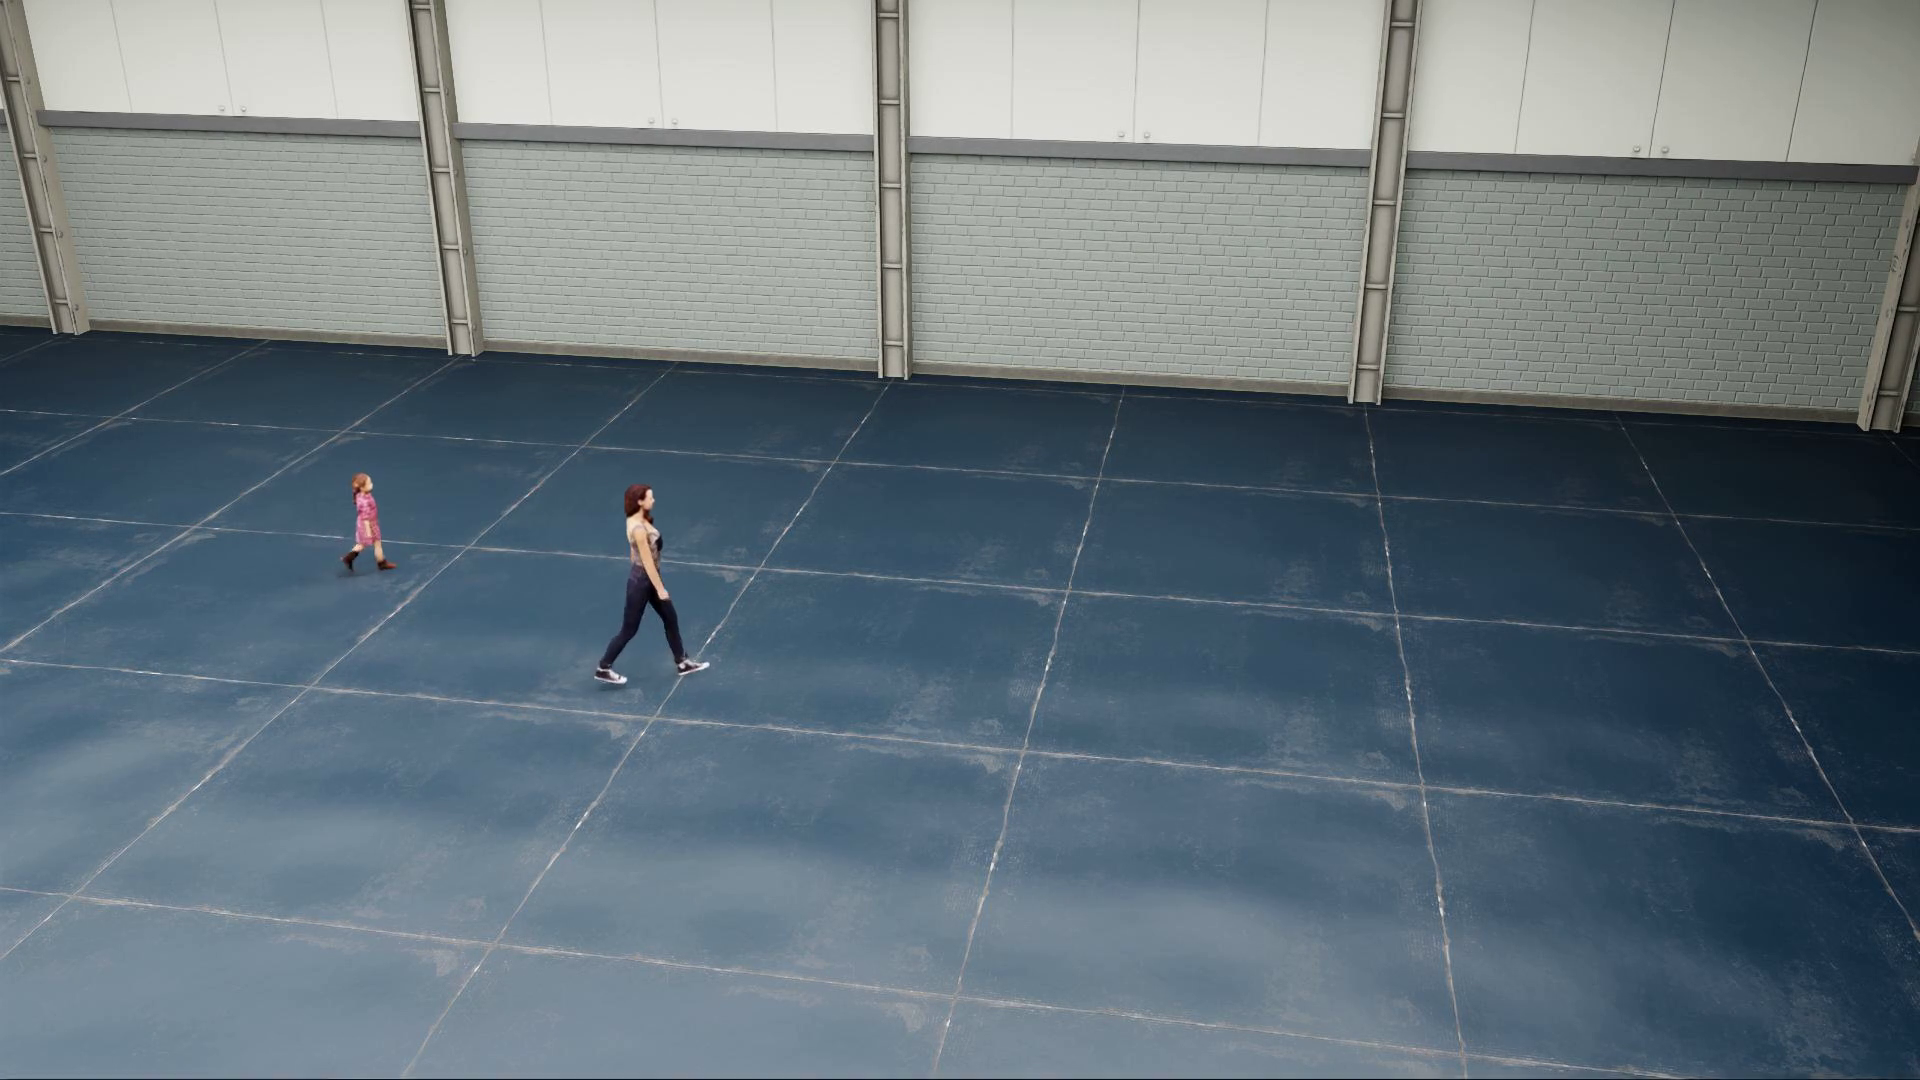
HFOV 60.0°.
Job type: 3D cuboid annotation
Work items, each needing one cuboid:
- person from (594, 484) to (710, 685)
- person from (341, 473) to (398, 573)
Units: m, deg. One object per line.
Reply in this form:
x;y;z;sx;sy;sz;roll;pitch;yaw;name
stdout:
-2.665;0.415;13.527;1.257;1.726;0.922;-5;24;-11;person
-5.669;-0.154;15.781;0.755;1.008;0.667;-12;26;-26;person
